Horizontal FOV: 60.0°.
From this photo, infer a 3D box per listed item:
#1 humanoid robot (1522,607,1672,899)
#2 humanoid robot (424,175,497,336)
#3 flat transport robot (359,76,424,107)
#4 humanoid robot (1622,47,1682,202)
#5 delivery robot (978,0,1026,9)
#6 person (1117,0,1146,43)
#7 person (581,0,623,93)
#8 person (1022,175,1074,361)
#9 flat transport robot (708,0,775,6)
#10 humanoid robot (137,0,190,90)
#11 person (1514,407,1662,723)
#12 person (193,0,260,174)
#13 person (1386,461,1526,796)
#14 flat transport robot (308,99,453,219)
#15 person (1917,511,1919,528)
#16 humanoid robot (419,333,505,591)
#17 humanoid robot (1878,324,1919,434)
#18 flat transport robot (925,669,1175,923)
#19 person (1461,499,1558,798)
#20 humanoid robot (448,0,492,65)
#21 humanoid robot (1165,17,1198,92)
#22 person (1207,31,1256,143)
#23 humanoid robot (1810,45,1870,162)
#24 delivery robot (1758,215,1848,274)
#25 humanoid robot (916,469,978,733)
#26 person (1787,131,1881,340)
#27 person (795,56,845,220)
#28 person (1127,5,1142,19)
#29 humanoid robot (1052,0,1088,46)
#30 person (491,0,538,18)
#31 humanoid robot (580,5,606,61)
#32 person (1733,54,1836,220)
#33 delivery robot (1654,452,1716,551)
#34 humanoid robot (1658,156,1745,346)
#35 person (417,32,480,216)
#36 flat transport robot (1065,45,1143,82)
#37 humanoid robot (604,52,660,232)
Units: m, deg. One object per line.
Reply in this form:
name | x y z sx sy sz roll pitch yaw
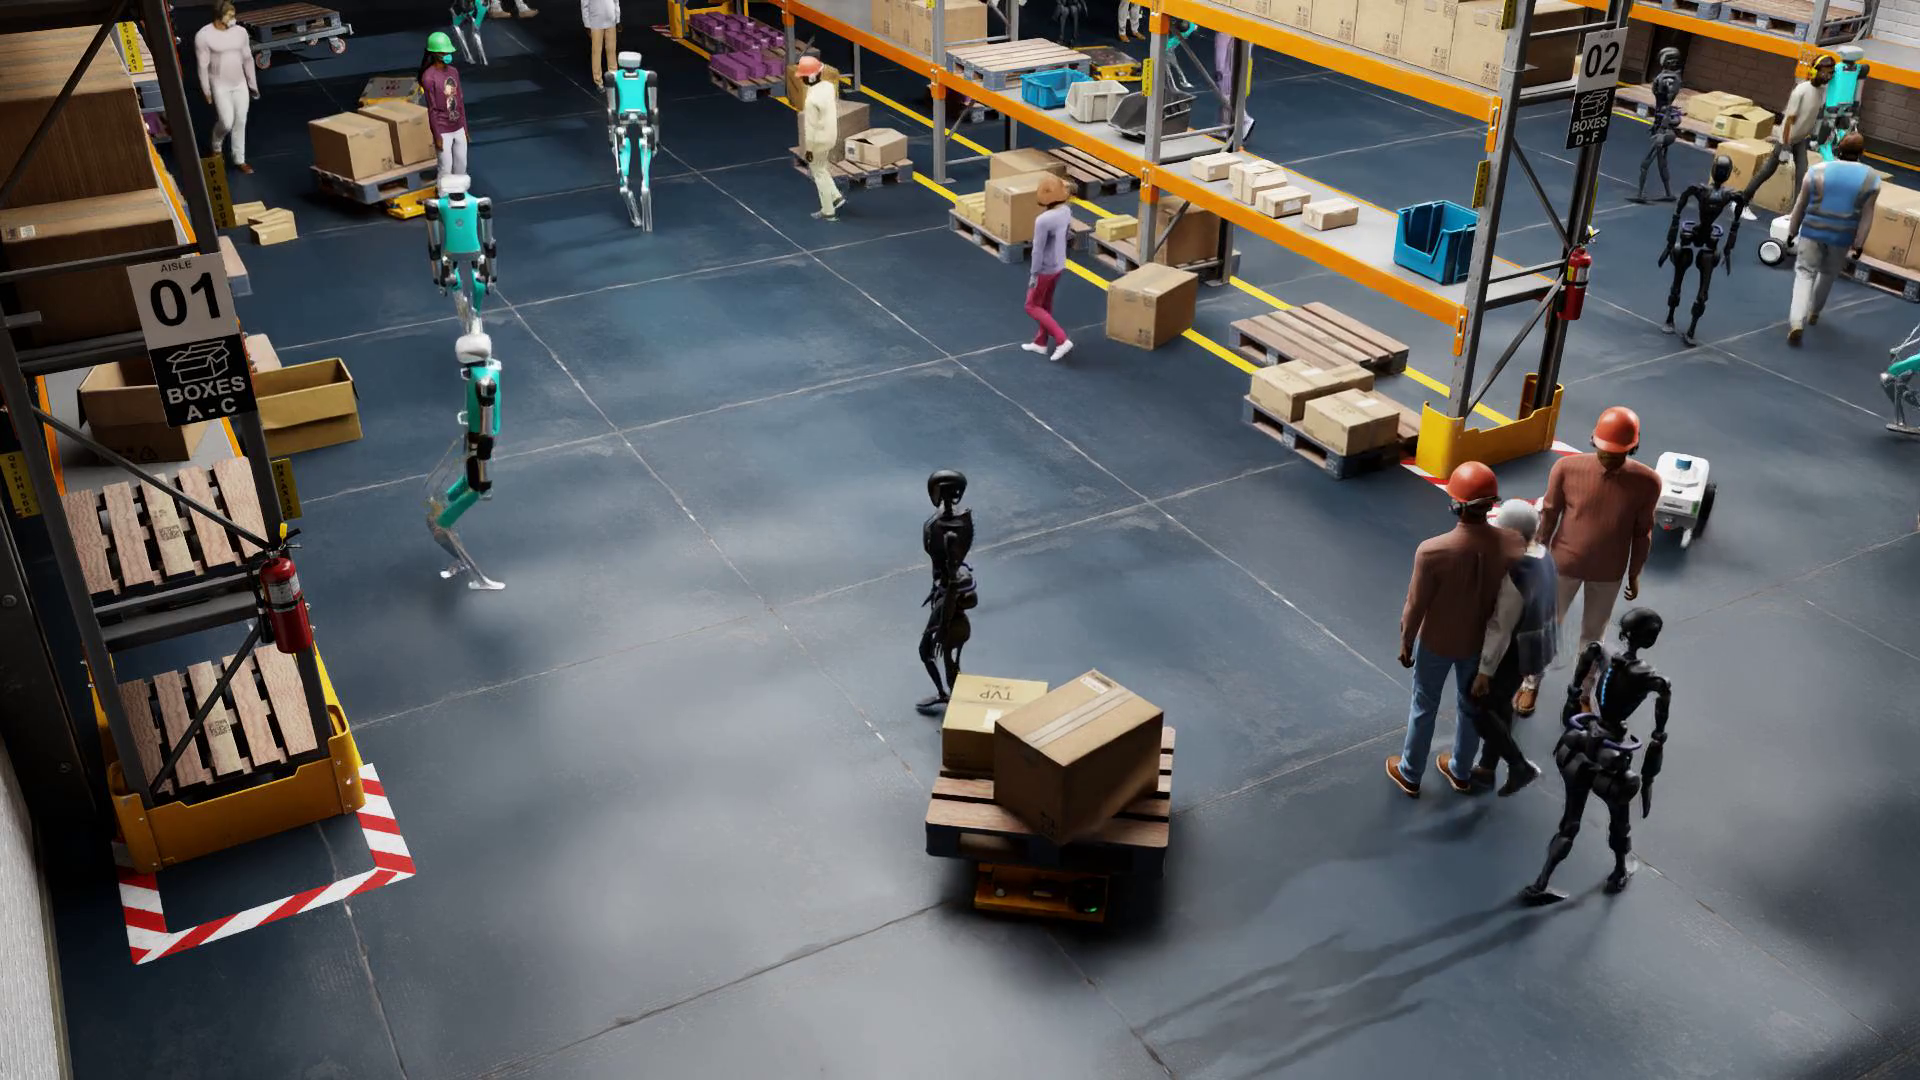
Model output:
humanoid robot | 3.168 1.064 8.193 0.696 1.635 0.590 -18 35 -29
humanoid robot | -4.100 -2.250 13.817 0.566 1.709 0.965 -8 31 -14
flat transport robot | -7.261 -5.653 21.250 0.659 0.231 1.431 -5 30 -8
humanoid robot | 7.476 -4.390 17.651 0.593 1.634 0.600 7 31 12
delivery robot | 0.641 -8.723 26.326 0.802 0.614 0.499 -8 31 -14
person | 2.526 -8.181 24.021 0.581 1.893 0.374 -21 36 -32
person | -4.652 -6.750 21.668 0.566 1.751 0.328 -25 38 -37
person | 0.748 -2.278 14.015 0.531 1.616 0.517 18 35 29
flat transport robot | -3.271 -8.737 26.618 1.431 0.231 0.659 2 30 4
humanoid robot | -10.437 -6.670 21.621 0.587 1.638 0.616 15 33 25
person | 3.555 0.144 9.431 0.620 1.990 0.394 9 31 15
person | -8.203 -5.085 18.628 0.519 1.904 0.658 25 38 36
person | 2.618 0.496 8.828 0.610 1.986 0.402 -4 30 -7
flat transport robot | -6.165 -3.767 17.967 1.431 0.231 0.659 22 36 33
person | 7.029 -1.013 11.504 0.631 1.934 0.686 13 32 21
humanoid robot | -3.271 -0.443 10.717 0.804 1.792 0.544 -9 31 -16
humanoid robot | 7.387 -1.573 12.663 0.832 1.770 0.547 7 31 12
flat transport robot | 0.505 1.463 8.862 0.659 0.231 1.431 5 30 8
person | 2.905 0.605 8.887 0.550 1.725 0.774 20 36 31
humanoid robot | -6.727 -7.286 22.716 0.814 1.851 0.547 18 35 29
humanoid robot | 2.856 -6.752 21.687 0.650 1.793 0.530 13 32 22
person | 3.233 -5.617 19.574 0.701 1.883 0.651 21 36 32
humanoid robot | 9.105 -4.114 17.117 0.530 1.796 0.776 -6 30 -11
delivery robot | 8.242 -2.895 16.175 0.499 0.607 0.808 -20 36 -31
humanoid robot | -0.077 0.358 9.370 0.332 1.656 0.584 -4 30 -6
person | 7.553 -2.649 14.488 0.627 1.803 0.895 12 32 20
person | -1.470 -4.122 17.112 0.379 1.726 0.575 8 31 14
person | 2.690 -8.894 25.309 0.333 1.844 0.522 5 30 9
humanoid robot | 1.480 -7.366 22.819 0.589 1.642 0.377 -23 37 -34
person | -6.877 -8.880 25.323 0.817 1.808 0.646 -8 31 -14
humanoid robot | -5.083 -7.508 23.075 0.473 1.645 0.614 -14 33 -23
person | 8.493 -4.065 16.950 0.567 1.803 0.970 -16 34 -26
delivery robot | 5.025 -0.318 11.668 0.499 0.587 0.771 14 33 23
humanoid robot | 6.386 -2.516 14.383 0.588 1.635 0.608 7 31 13
person | -5.269 -4.244 17.125 0.432 1.944 0.481 16 33 25
flat transport robot | 1.960 -6.514 22.750 0.659 0.231 1.431 -9 31 -15
humanoid robot | -3.282 -3.932 16.901 0.551 1.910 0.740 -6 30 -11
